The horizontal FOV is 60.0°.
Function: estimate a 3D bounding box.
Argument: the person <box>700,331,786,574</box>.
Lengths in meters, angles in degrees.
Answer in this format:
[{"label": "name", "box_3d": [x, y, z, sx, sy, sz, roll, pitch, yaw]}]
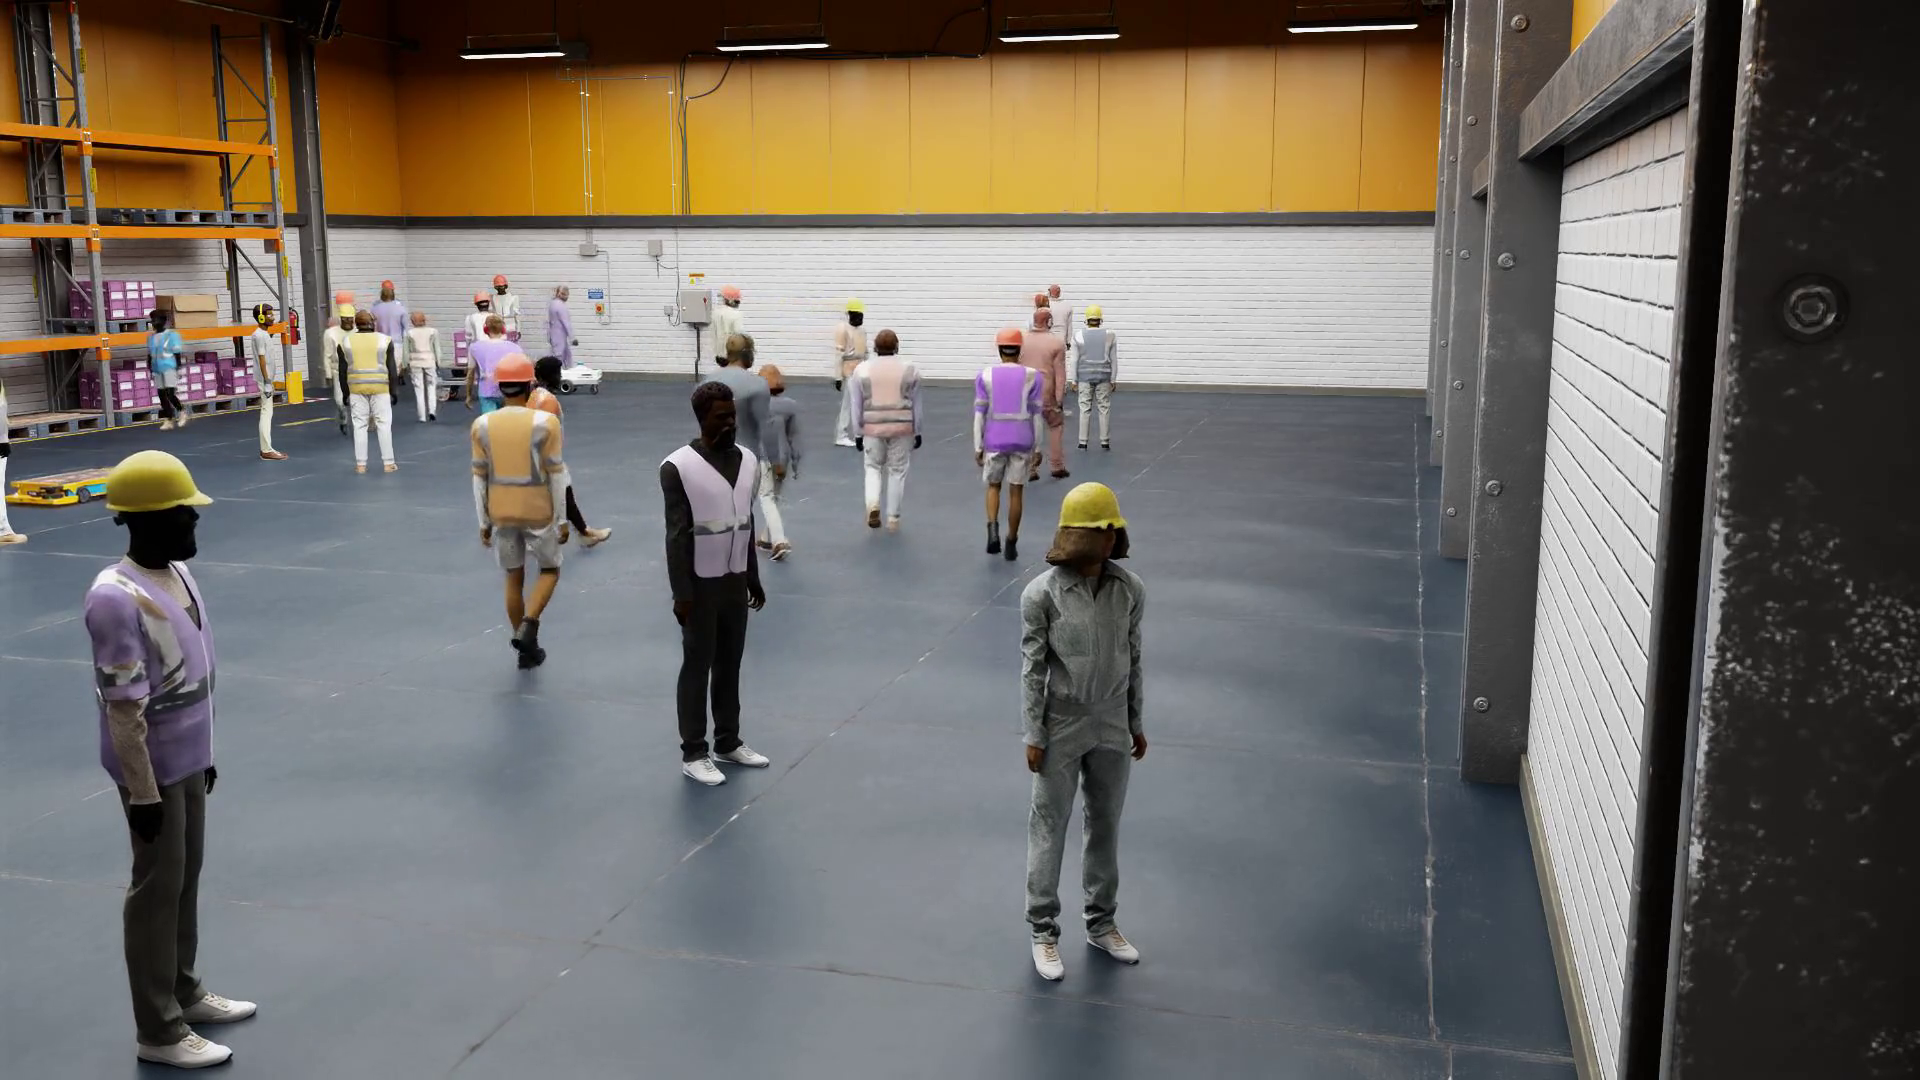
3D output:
[{"label": "person", "box_3d": [-1.602, -0.603, 12.496, 0.640, 1.916, 0.632, 10, 14, 43]}]

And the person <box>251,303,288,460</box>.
[{"label": "person", "box_3d": [-8.318, -1.899, 19.988, 0.329, 1.872, 0.508, -4, 11, -23]}]

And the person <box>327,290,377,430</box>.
[{"label": "person", "box_3d": [-8.328, -2.439, 22.797, 0.638, 1.952, 0.504, 0, 10, 2]}]

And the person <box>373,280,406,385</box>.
[{"label": "person", "box_3d": [-10.462, -3.795, 30.531, 0.545, 1.938, 0.361, -3, 11, -17]}]

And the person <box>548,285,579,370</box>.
[{"label": "person", "box_3d": [-7.059, -3.626, 29.827, 0.883, 1.853, 0.673, -5, 11, -24]}]

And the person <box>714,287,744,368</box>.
[{"label": "person", "box_3d": [-3.417, -2.733, 24.484, 0.365, 1.954, 0.729, -10, 14, -44]}]

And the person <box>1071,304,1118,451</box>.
[{"label": "person", "box_3d": [1.672, -2.020, 20.764, 0.588, 1.837, 0.404, 0, 10, -2]}]

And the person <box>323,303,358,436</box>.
[{"label": "person", "box_3d": [-8.047, -2.209, 21.888, 0.609, 1.815, 0.482, -5, 11, -25]}]

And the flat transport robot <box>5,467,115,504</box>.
[{"label": "flat transport robot", "box_3d": [-8.927, -0.560, 16.931, 0.652, 0.197, 1.431, 3, 10, 16]}]

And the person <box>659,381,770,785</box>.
[{"label": "person", "box_3d": [-1.183, 0.193, 8.003, 0.388, 1.919, 0.593, 6, 12, 33]}]

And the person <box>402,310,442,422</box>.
[{"label": "person", "box_3d": [-7.839, -2.527, 24.234, 0.546, 1.624, 0.425, -5, 11, -26]}]

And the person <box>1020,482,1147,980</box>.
[{"label": "person", "box_3d": [0.445, 0.662, 5.840, 0.493, 1.744, 0.296, -5, 11, -25]}]

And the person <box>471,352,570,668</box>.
[{"label": "person", "box_3d": [-2.633, -0.156, 9.952, 0.561, 1.927, 0.523, 1, 10, 5]}]

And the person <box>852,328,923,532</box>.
[{"label": "person", "box_3d": [-0.641, -0.967, 14.832, 0.629, 1.828, 0.477, 0, 10, 1]}]

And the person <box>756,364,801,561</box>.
[{"label": "person", "box_3d": [-1.547, -0.643, 13.674, 0.514, 1.597, 0.850, -5, 11, -28]}]

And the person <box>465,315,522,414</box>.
[{"label": "person", "box_3d": [-5.133, -1.573, 18.360, 0.590, 1.794, 0.992, -5, 11, -25]}]

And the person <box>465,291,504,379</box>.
[{"label": "person", "box_3d": [-7.012, -2.713, 24.564, 0.538, 1.889, 0.891, -3, 11, -18]}]

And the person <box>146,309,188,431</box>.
[{"label": "person", "box_3d": [-11.030, -2.348, 23.042, 0.561, 1.682, 0.358, 3, 10, 16]}]

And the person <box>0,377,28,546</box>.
[{"label": "person", "box_3d": [-8.358, -0.861, 14.210, 0.622, 1.839, 0.429, 3, 11, 19]}]

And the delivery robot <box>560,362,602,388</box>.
[{"label": "delivery robot", "box_3d": [-6.548, -2.835, 28.742, 0.707, 0.478, 0.477, -1, 10, -4]}]

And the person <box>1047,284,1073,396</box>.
[{"label": "person", "box_3d": [1.596, -3.398, 28.369, 0.651, 1.907, 0.409, -4, 11, -20]}]

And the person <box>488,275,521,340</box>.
[{"label": "person", "box_3d": [-8.530, -3.938, 31.103, 0.612, 2.028, 0.409, -2, 10, -9]}]

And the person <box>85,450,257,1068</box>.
[{"label": "person", "box_3d": [-2.480, 0.679, 5.220, 0.365, 1.928, 0.594, -2, 10, -9]}]

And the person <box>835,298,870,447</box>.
[{"label": "person", "box_3d": [-1.235, -2.101, 21.041, 0.871, 1.893, 0.612, 5, 11, 25]}]

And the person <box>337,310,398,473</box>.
[{"label": "person", "box_3d": [-6.670, -1.671, 18.787, 0.626, 1.840, 0.430, -2, 10, -12]}]

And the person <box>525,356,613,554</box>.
[{"label": "person", "box_3d": [-3.414, -0.711, 13.876, 0.910, 1.633, 0.540, -6, 12, -31]}]

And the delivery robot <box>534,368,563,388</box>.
[{"label": "delivery robot", "box_3d": [-7.262, -2.869, 28.934, 0.707, 0.478, 0.477, 4, 11, 22]}]

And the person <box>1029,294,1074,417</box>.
[{"label": "person", "box_3d": [1.244, -2.737, 24.832, 0.854, 1.845, 0.582, 2, 10, 11]}]

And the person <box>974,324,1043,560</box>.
[{"label": "person", "box_3d": [0.403, -0.795, 13.582, 0.555, 1.920, 0.423, 1, 10, 7]}]

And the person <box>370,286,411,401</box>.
[{"label": "person", "box_3d": [-9.428, -3.234, 27.473, 0.634, 1.908, 0.927, 0, 10, 2]}]

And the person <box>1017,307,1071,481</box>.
[{"label": "person", "box_3d": [0.926, -1.601, 18.247, 0.666, 1.881, 0.749, 5, 11, 26]}]
